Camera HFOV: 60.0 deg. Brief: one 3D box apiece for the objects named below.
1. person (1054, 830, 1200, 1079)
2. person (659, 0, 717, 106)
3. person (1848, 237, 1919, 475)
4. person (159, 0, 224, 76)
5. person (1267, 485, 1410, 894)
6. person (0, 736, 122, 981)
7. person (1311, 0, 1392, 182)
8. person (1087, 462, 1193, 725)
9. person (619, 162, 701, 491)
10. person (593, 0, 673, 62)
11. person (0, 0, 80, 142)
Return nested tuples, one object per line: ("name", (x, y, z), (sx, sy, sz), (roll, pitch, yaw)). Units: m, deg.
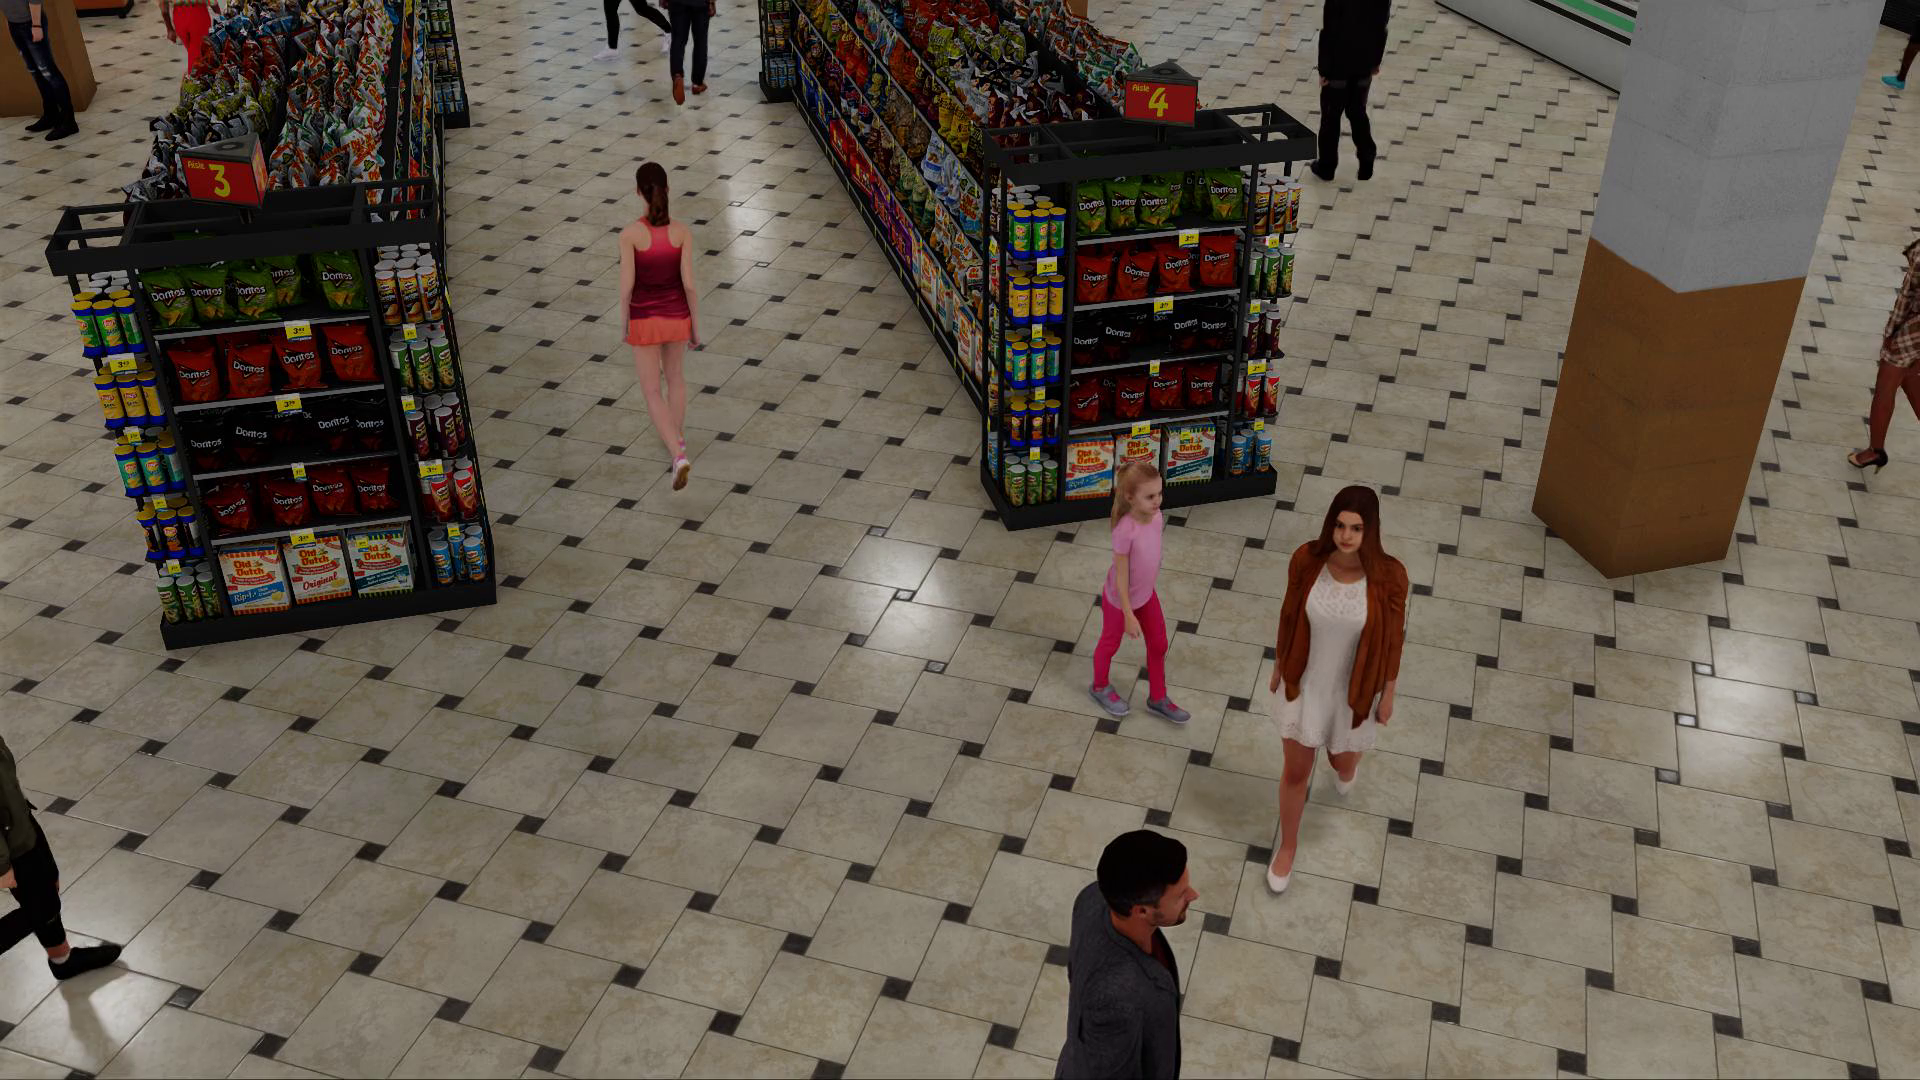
("person", (0.413, 1.514, 4.481), (0.795, 1.871, 0.594), (-2, 32, -2))
("person", (-2.373, -4.715, 14.565), (0.921, 1.792, 1.166), (0, 32, 1))
("person", (5.105, -1.070, 8.721), (0.639, 1.778, 0.800), (-12, 34, -18))
("person", (-6.302, -4.091, 13.617), (0.890, 1.736, 1.219), (4, 32, 6))
("person", (1.420, 0.492, 6.288), (0.974, 1.697, 1.097), (12, 34, 19))
("person", (-3.336, 1.025, 5.652), (0.763, 1.464, 0.792), (-17, 36, -25))
("person", (3.023, -3.596, 12.736), (0.709, 1.825, 0.886), (-8, 33, -13))
("person", (0.687, 0.208, 7.160), (0.672, 1.257, 0.792), (-25, 40, -34))
("person", (-1.580, -1.110, 8.835), (0.708, 1.726, 1.112), (-14, 35, -22))
("person", (-3.091, -5.355, 15.775), (0.835, 1.602, 1.108), (-16, 35, -24))
("person", (-7.755, -4.325, 13.834), (0.735, 1.903, 0.833), (23, 39, 32))
